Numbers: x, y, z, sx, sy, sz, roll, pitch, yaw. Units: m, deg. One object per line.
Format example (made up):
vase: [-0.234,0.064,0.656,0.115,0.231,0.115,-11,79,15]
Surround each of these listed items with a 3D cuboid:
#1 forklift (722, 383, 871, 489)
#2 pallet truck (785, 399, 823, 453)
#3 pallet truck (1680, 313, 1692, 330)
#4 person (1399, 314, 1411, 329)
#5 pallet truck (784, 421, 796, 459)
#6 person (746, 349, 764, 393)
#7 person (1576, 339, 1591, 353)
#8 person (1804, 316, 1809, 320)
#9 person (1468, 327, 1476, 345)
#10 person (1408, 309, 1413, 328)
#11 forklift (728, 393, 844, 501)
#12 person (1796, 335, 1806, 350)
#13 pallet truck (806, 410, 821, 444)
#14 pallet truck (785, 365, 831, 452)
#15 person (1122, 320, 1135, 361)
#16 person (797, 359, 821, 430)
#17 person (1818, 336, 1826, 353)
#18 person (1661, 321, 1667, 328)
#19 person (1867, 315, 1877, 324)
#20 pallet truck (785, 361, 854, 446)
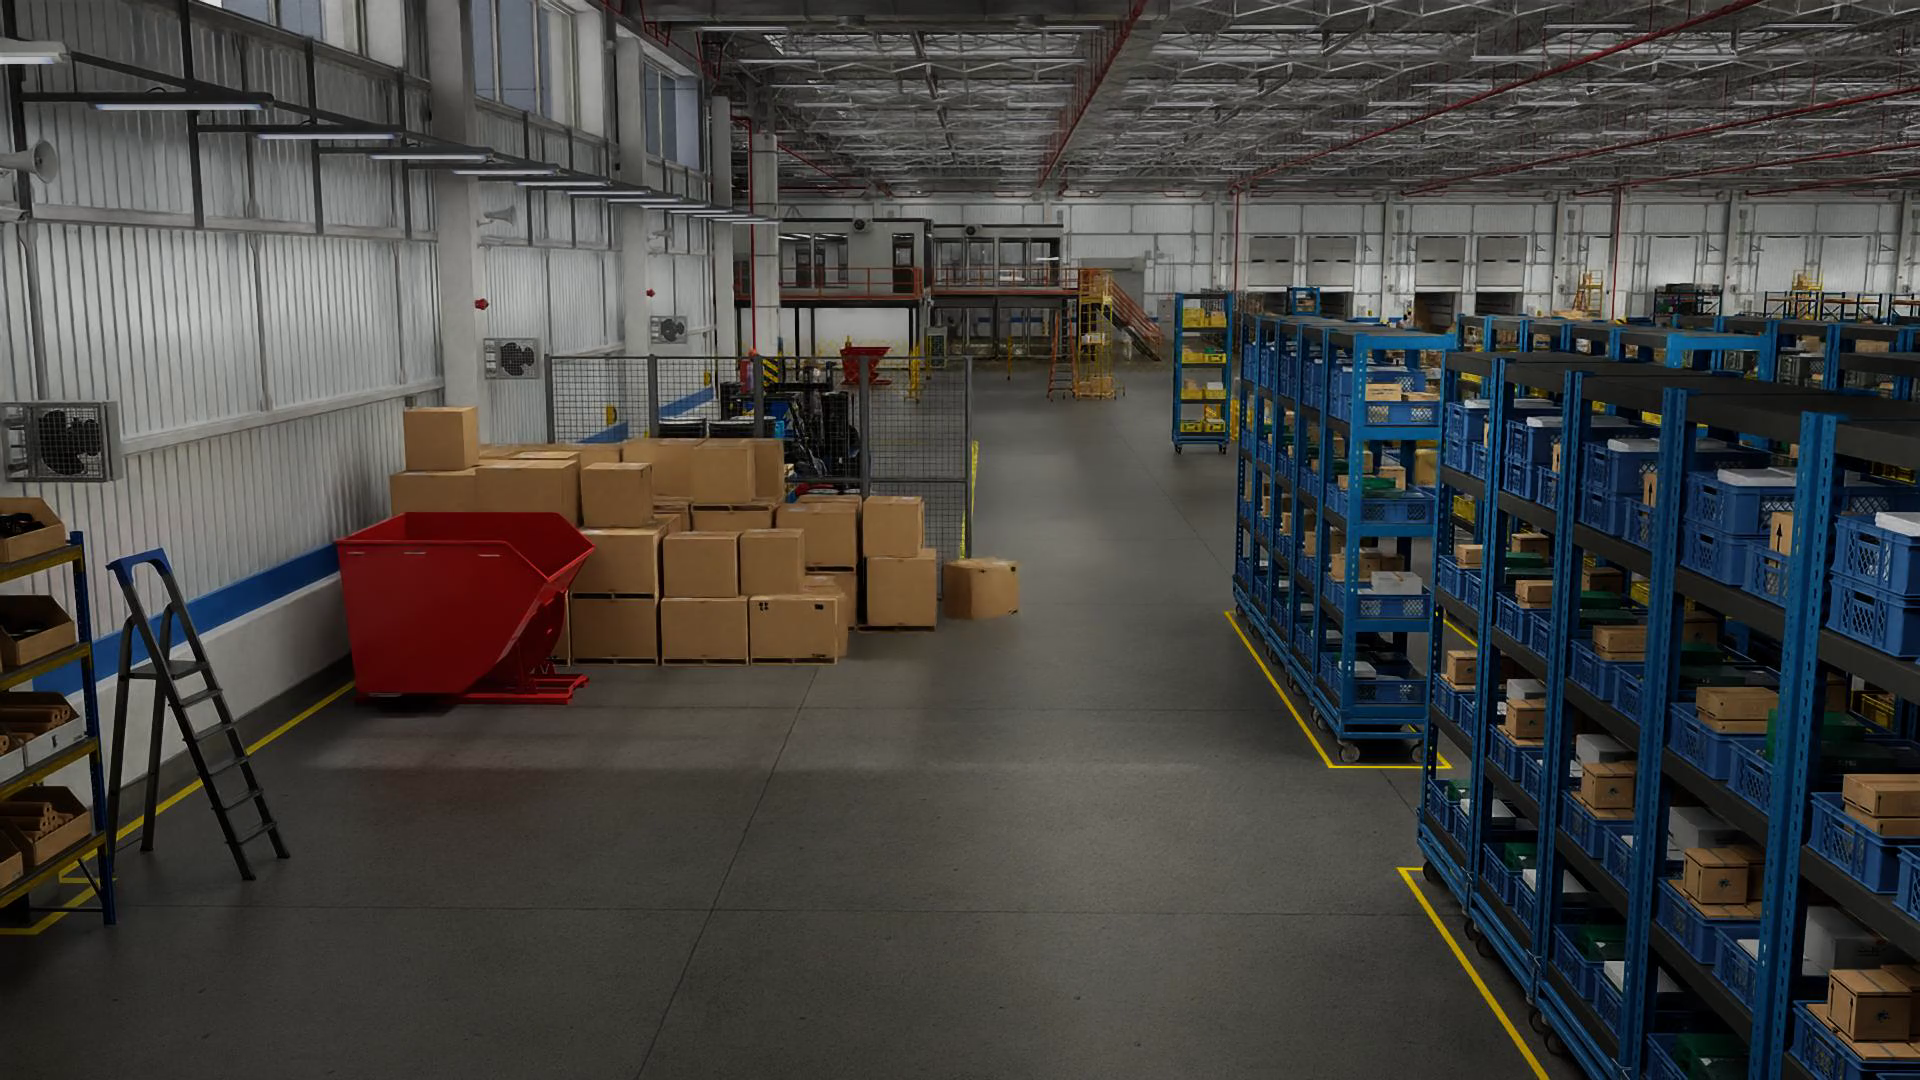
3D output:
forklift: [-2.893,-1.687,28.729,2.680,1.987,1.157,0,9,-1]
pallet truck: [-3.814,-2.432,36.419,1.630,1.274,0.653,0,9,1]
pallet truck: [36.315,-10.531,84.244,0.823,1.965,1.885,-6,11,-33]
person: [23.147,-10.831,86.569,0.621,1.845,0.430,4,10,22]
pallet truck: [-4.013,-1.793,32.705,1.601,1.201,0.680,0,9,1]
person: [-5.455,-4.042,44.128,0.410,2.035,0.601,6,11,33]
person: [24.475,-7.404,65.200,0.566,1.913,0.606,-2,9,-13]
person: [41.119,-9.941,80.870,0.627,1.901,0.762,5,10,27]
person: [20.409,-7.579,66.442,0.314,1.864,0.533,-2,9,-11]
person: [25.595,-12.177,94.645,0.398,1.918,0.587,6,11,31]
forklift: [-2.979,-1.316,26.476,2.680,1.987,1.157,0,9,1]
person: [30.736,-6.687,60.923,0.320,1.871,0.533,-2,9,-11]
pallet truck: [-3.559,-2.018,33.905,1.522,1.261,0.704,0,9,-1]
pallet truck: [-3.774,-2.976,37.635,1.885,1.965,0.823,1,9,5]
person: [7.648,-9.047,75.518,0.632,1.843,0.875,1,9,5]
person: [-3.886,-3.737,42.708,0.645,1.880,0.462,-6,11,-33]
person: [30.680,-6.430,59.274,1.005,1.896,0.594,4,10,21]
person: [32.181,-9.084,75.948,0.966,1.805,0.516,5,10,26]
person: [49.805,-11.460,90.937,0.611,1.678,0.539,-6,11,-34]
pallet truck: [-3.410,-3.193,38.978,1.885,1.965,0.823,0,9,-1]
